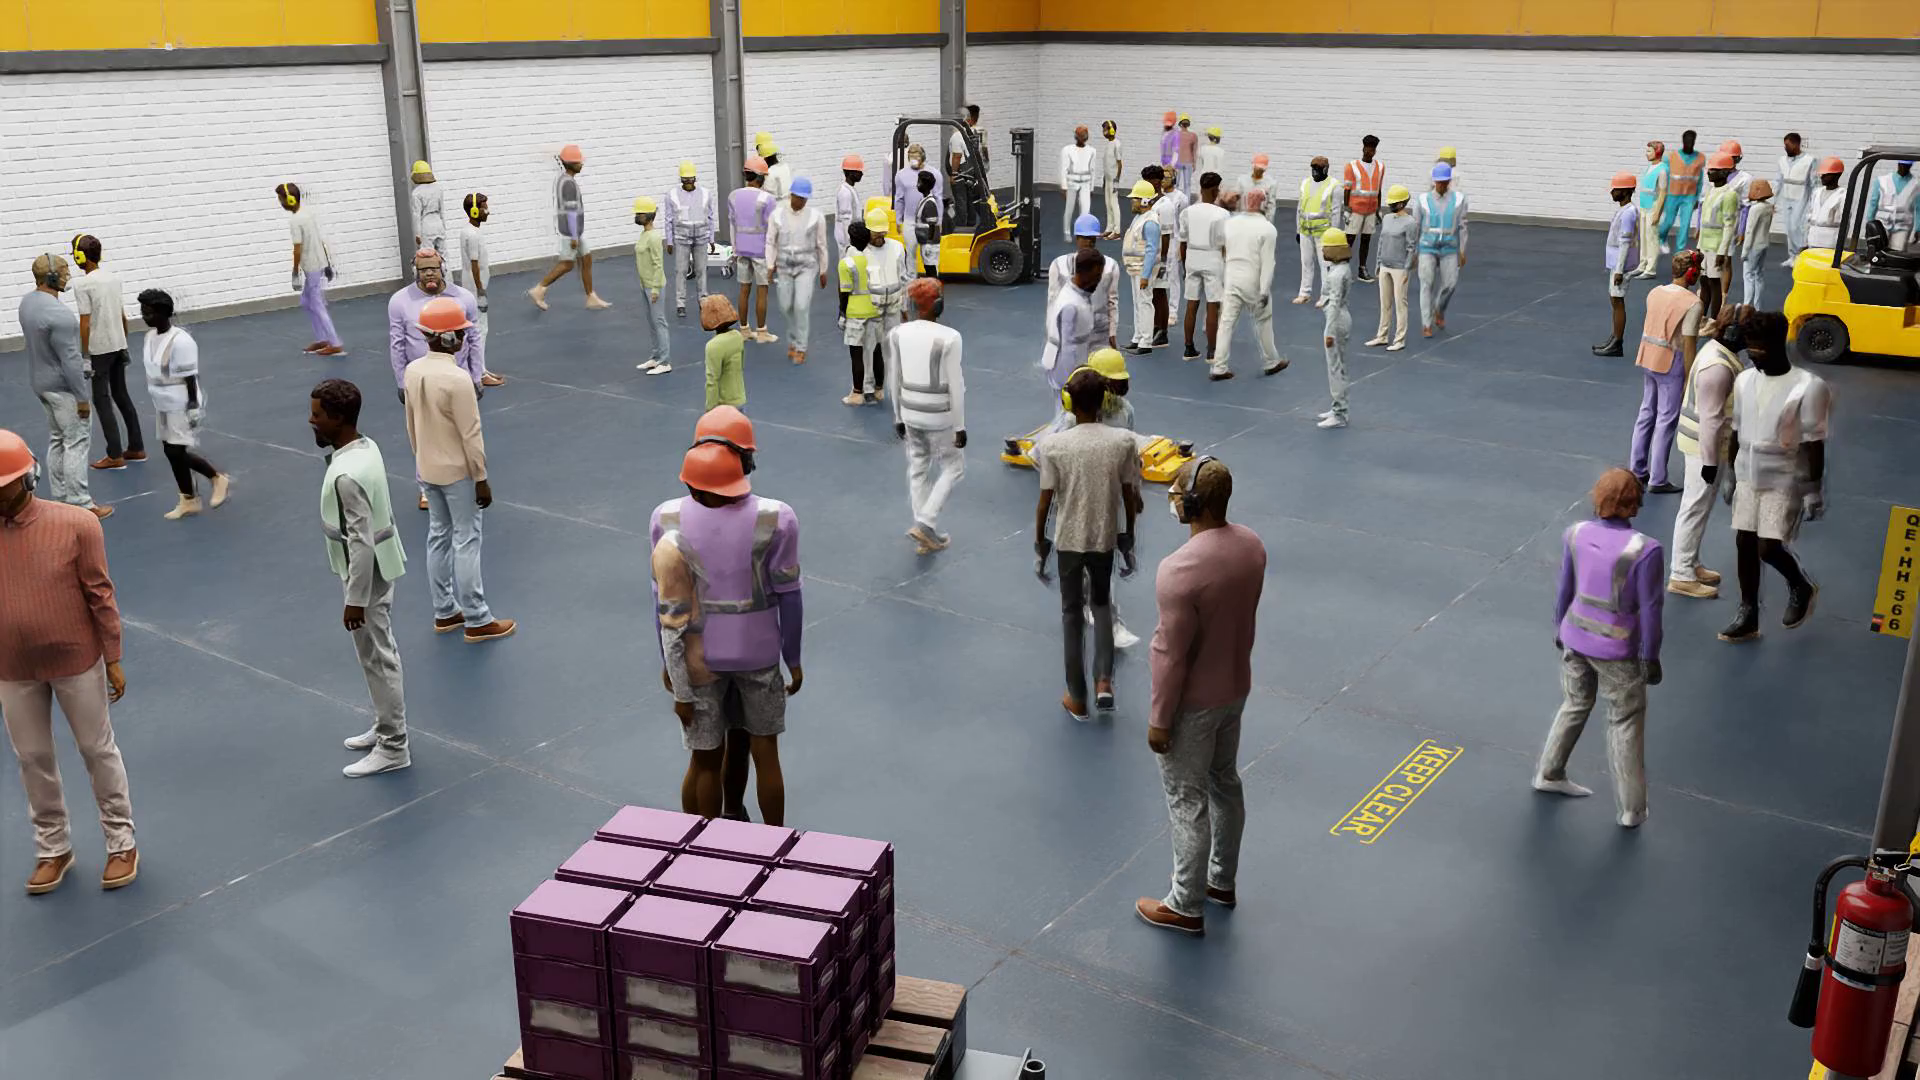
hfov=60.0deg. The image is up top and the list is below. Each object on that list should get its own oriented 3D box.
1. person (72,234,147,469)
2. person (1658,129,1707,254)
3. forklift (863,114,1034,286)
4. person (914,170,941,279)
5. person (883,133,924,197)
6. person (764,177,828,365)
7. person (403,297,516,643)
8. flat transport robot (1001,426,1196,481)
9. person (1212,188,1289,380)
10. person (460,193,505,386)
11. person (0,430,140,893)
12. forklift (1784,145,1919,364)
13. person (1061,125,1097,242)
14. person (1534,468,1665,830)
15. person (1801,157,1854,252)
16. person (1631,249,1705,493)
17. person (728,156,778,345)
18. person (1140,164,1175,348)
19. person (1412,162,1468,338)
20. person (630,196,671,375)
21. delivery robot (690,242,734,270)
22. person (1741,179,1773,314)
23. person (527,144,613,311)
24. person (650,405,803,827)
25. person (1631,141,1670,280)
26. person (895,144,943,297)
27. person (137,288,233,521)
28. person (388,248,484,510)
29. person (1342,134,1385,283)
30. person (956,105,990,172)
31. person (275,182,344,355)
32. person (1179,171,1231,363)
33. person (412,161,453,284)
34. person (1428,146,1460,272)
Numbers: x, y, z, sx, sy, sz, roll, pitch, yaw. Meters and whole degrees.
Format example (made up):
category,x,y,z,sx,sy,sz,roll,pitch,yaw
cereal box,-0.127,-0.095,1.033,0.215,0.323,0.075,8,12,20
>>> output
category,x,y,z,sx,sy,sz,roll,pitch,yaw
person,-6.807,-1.492,13.230,0.324,1.854,0.530,4,18,11
person,10.487,-5.037,24.269,0.628,1.891,0.765,2,18,6
forklift,-0.171,-4.594,22.377,2.313,2.155,1.214,1,18,3
person,-0.392,-3.594,20.052,0.322,1.697,0.530,-3,18,-8
person,-0.837,-5.024,24.299,0.623,1.841,0.430,-6,19,-17
person,-1.687,-2.787,17.197,0.626,1.904,0.598,3,18,8
person,-2.911,-0.399,9.576,0.609,1.996,0.383,14,23,38
flat transport robot,1.112,-0.717,13.360,1.431,0.197,0.652,8,20,25
person,2.893,-2.523,16.436,0.656,1.863,0.976,17,24,42
person,-4.658,-2.422,16.129,0.324,1.862,0.511,-6,19,-17
person,-3.747,0.503,6.789,0.626,1.981,0.410,-4,18,-13
forklift,9.803,-2.879,17.013,2.313,2.155,1.214,12,21,33
person,1.808,-5.488,25.778,0.589,1.846,0.981,-3,18,-11
person,2.905,0.471,7.492,0.359,1.612,0.583,-9,20,-25
person,9.889,-3.408,19.085,0.375,1.935,0.551,-6,19,-18
person,5.320,-1.264,12.543,0.388,1.837,0.561,-4,18,-12
person,-2.215,-3.143,18.115,0.611,2.030,0.410,10,20,28
person,2.114,-3.073,18.017,0.392,1.955,0.611,-4,18,-13
person,5.309,-3.230,18.522,0.642,1.935,0.452,3,18,9
person,-3.109,-2.548,16.671,0.312,1.768,0.529,-8,20,-24
delivery robot,-3.454,-3.899,22.701,0.707,0.478,0.477,1,18,3
person,9.392,-3.432,19.666,0.503,1.628,0.286,-15,23,-39
person,-4.775,-3.752,20.066,0.952,2.010,0.612,-5,18,-15
person,-0.939,0.451,6.861,0.608,2.032,0.405,1,18,3
person,9.367,-4.454,22.502,0.373,1.843,0.570,1,18,2
person,-0.522,-4.042,21.091,0.637,1.926,0.367,4,18,13
person,-5.567,-0.960,11.829,0.540,1.678,0.413,12,21,33
person,-3.803,-1.177,12.157,0.641,1.908,0.407,-7,19,-22
person,5.378,-4.413,22.191,0.600,1.958,0.387,-6,19,-18
person,0.237,-6.772,29.653,0.620,1.905,1.013,13,22,35
person,-6.844,-2.822,17.416,0.615,1.831,0.595,0,18,-1
person,2.540,-2.811,17.172,0.604,1.964,0.367,14,22,37
person,-6.672,-3.879,20.892,0.319,1.737,0.486,11,21,31
person,6.758,-4.590,23.114,0.711,1.717,0.507,-16,24,-40
